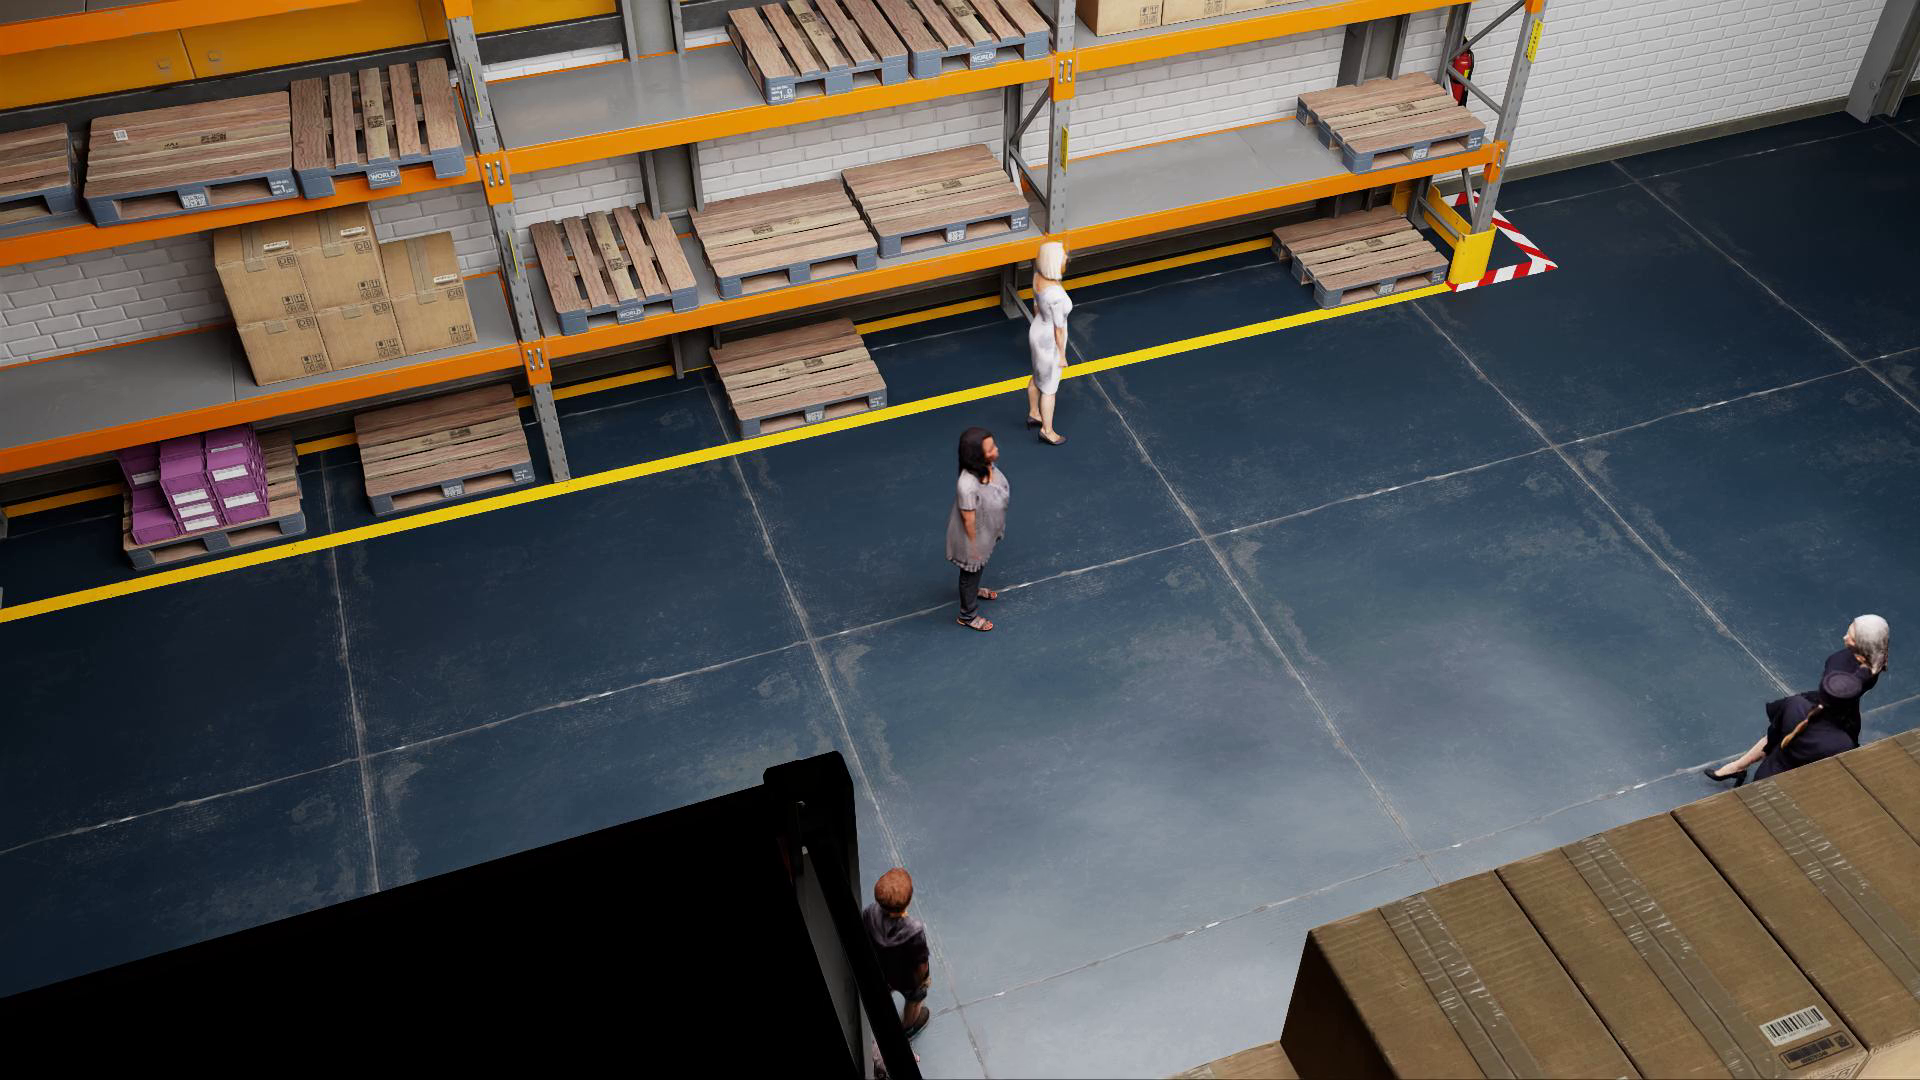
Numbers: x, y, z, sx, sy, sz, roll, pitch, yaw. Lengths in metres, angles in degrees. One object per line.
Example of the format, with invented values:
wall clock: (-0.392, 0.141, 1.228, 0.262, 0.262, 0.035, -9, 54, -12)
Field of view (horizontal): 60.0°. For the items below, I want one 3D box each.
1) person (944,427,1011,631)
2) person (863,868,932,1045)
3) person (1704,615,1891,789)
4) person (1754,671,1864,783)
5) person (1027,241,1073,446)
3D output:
person: (0.092, -0.102, 11.095, 0.782, 1.607, 0.743, 4, 44, 4)
person: (-0.362, 2.273, 8.726, 0.758, 1.436, 0.851, 26, 49, 24)
person: (5.168, 1.121, 9.749, 1.156, 1.693, 1.059, 17, 46, 17)
person: (4.694, 1.410, 9.466, 0.693, 1.666, 0.714, -16, 46, -16)
person: (0.655, -1.474, 12.432, 0.512, 1.751, 0.572, -16, 46, -16)
